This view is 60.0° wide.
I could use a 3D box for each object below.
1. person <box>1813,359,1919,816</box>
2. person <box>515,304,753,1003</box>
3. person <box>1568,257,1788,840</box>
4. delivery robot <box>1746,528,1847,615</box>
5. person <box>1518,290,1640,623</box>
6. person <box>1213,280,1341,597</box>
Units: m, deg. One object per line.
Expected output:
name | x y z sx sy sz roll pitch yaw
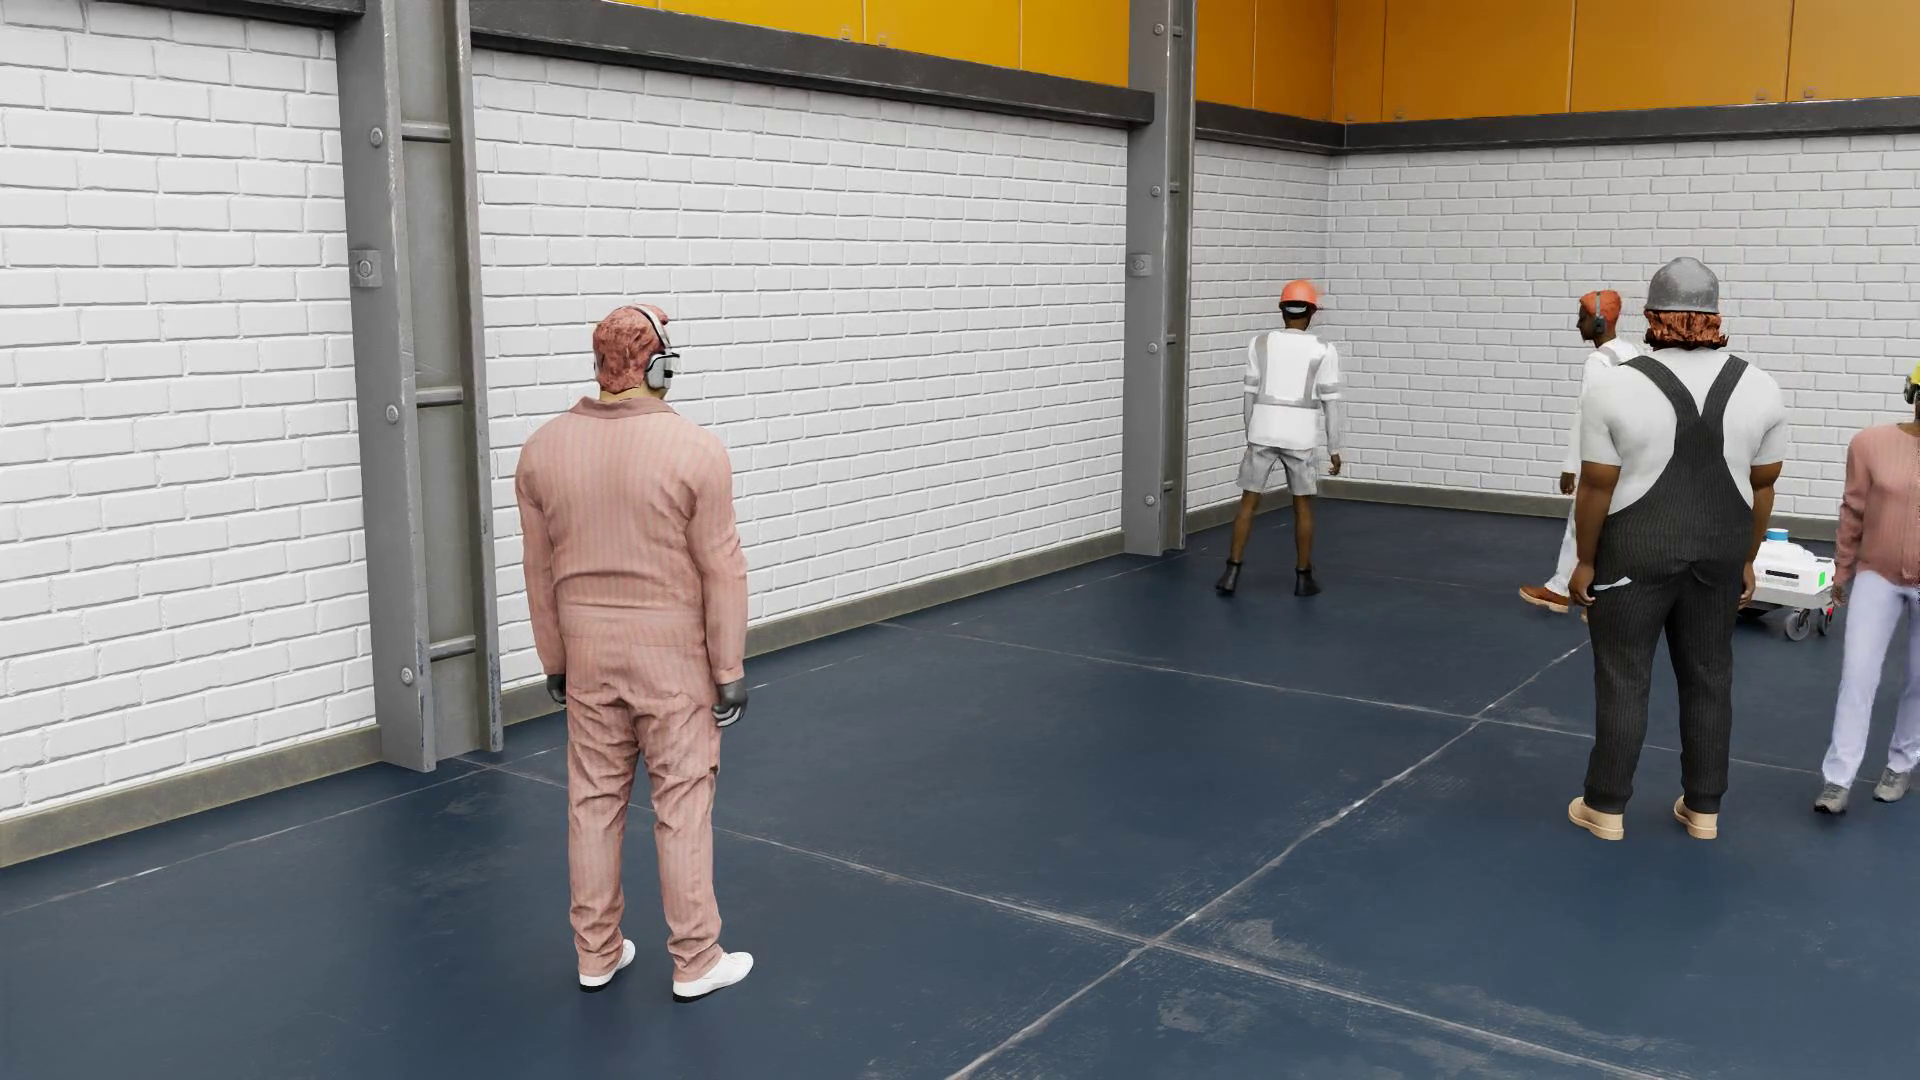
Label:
person | 3.393 0.168 5.956 0.543 1.717 0.870 8 12 38
person | -0.862 0.317 4.554 0.641 1.908 0.407 3 10 16
person | 2.452 0.035 5.831 0.683 2.000 0.537 0 10 1
delivery robot | 4.461 0.180 9.102 0.477 0.478 0.707 -7 12 -37
person | 3.462 -0.459 9.296 0.797 1.855 0.599 7 12 38
person | 1.907 -0.595 9.982 0.759 1.908 0.584 3 10 16
